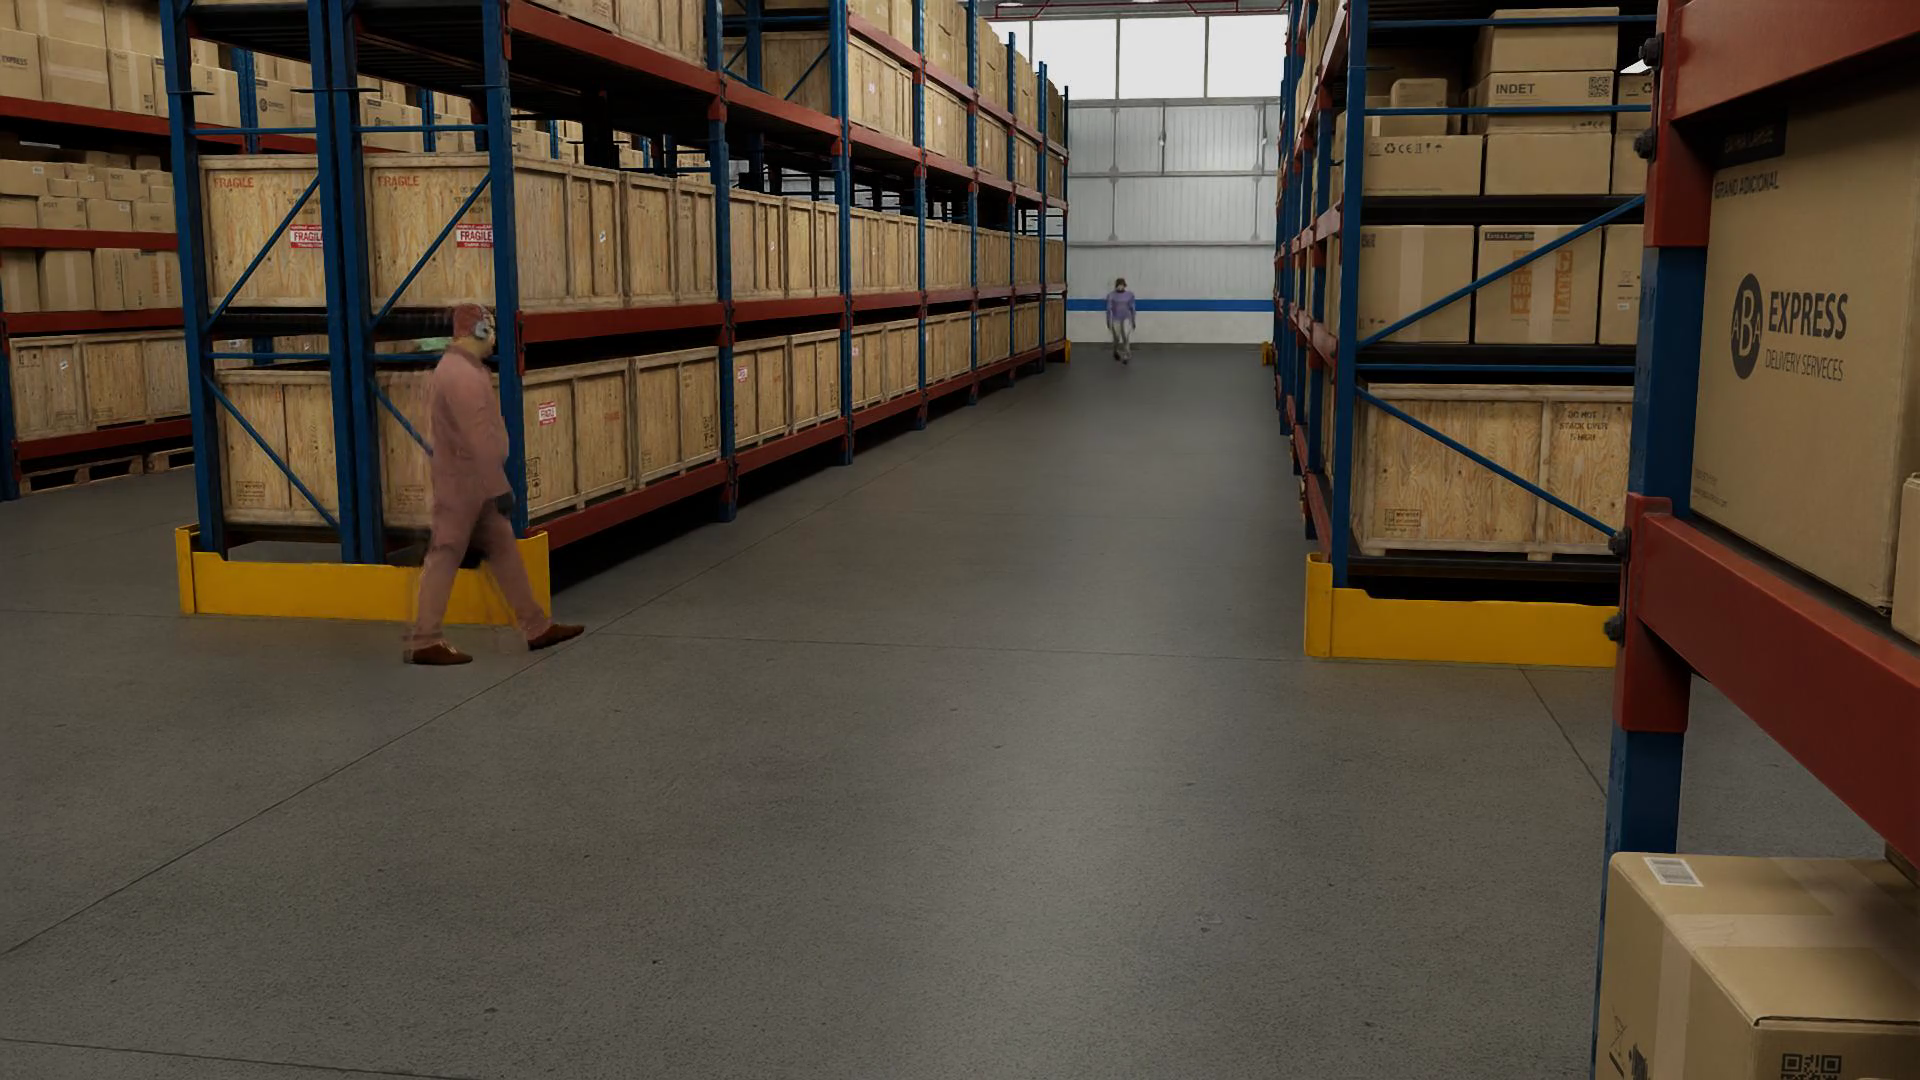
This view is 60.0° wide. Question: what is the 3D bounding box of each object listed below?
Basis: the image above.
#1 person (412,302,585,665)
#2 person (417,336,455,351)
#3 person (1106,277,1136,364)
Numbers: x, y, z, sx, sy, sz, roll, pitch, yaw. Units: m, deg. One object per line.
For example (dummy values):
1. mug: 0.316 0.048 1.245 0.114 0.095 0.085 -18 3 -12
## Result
1. person: -2.419 -0.287 8.607 0.966 1.852 0.678 -2 9 -13
2. person: -4.562 -1.299 15.018 0.601 1.825 0.488 0 9 -1
3. person: 3.536 -4.820 36.577 0.666 1.918 0.524 0 9 -2
